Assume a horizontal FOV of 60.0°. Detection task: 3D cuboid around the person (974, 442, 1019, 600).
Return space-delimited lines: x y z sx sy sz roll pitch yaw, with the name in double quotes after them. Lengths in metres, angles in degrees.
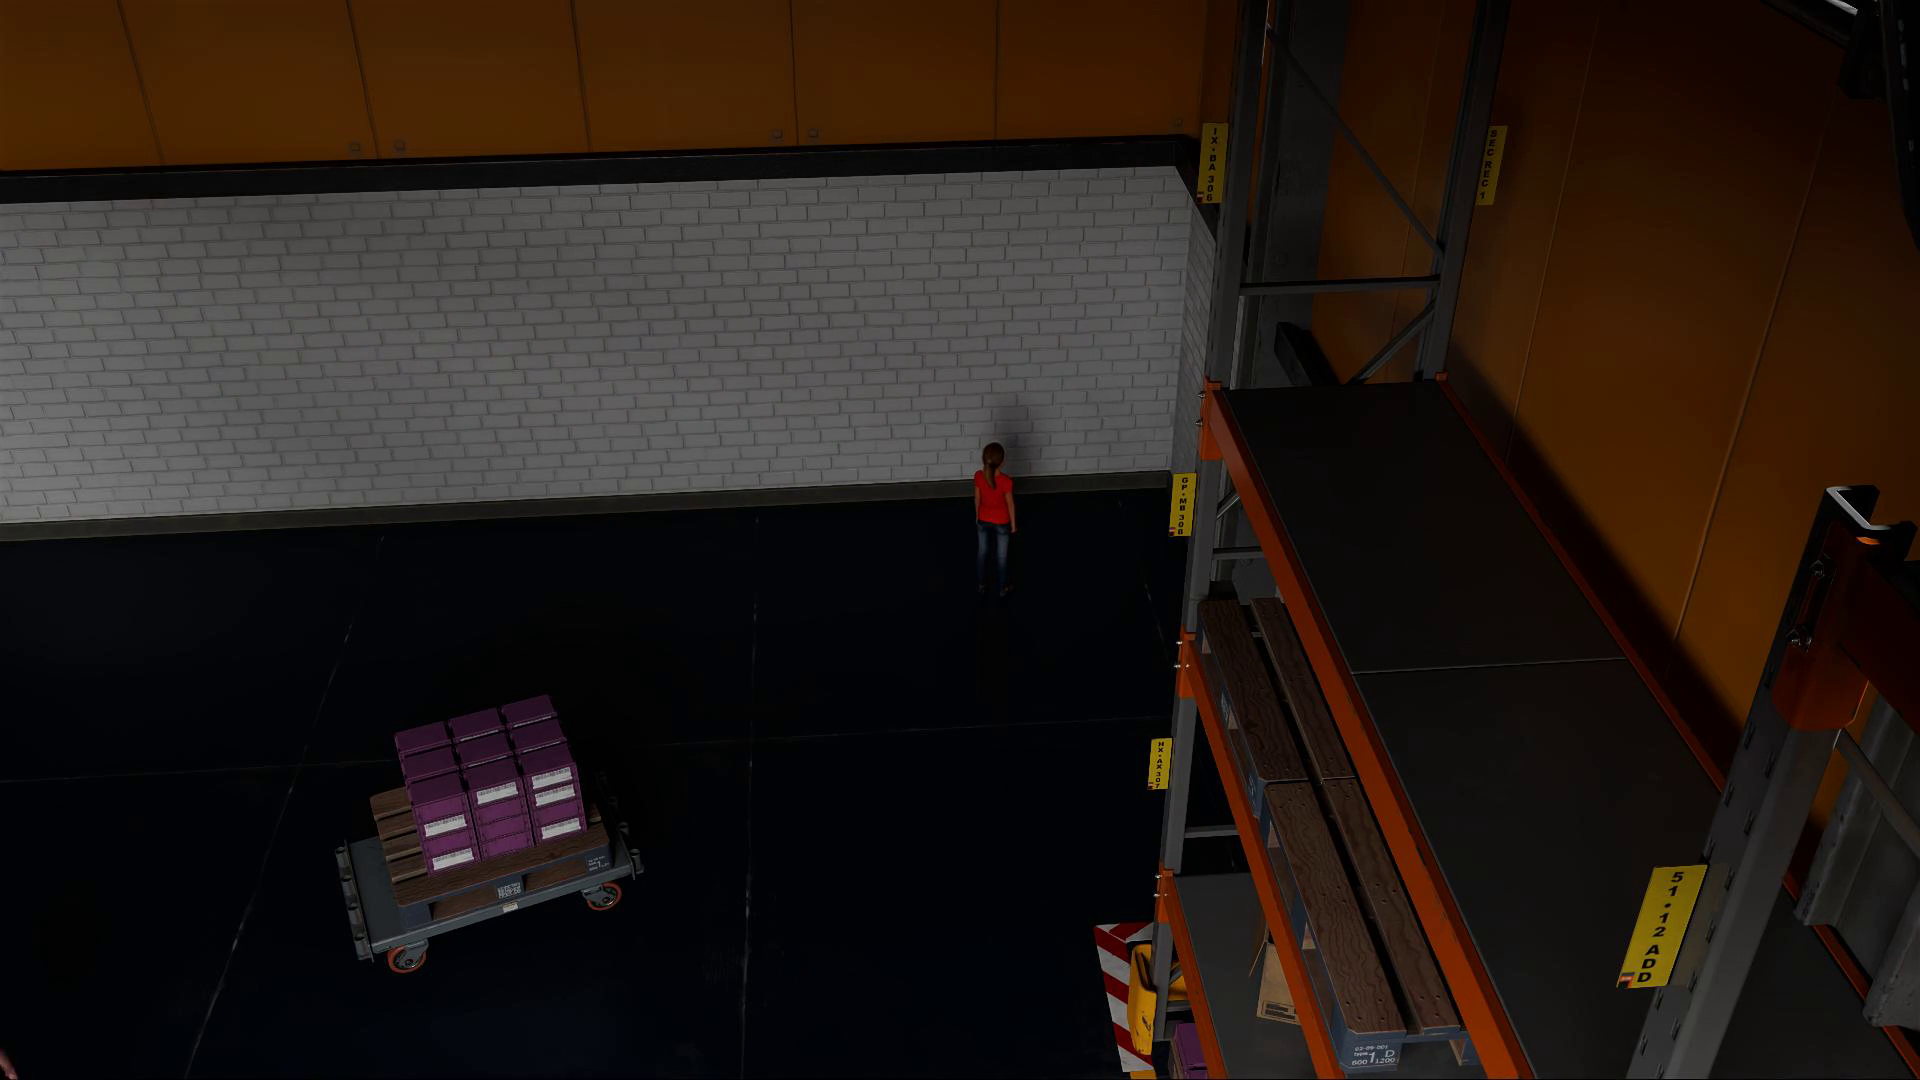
0.251 -0.150 12.396 0.563 1.311 0.608 13 36 19 "person"
